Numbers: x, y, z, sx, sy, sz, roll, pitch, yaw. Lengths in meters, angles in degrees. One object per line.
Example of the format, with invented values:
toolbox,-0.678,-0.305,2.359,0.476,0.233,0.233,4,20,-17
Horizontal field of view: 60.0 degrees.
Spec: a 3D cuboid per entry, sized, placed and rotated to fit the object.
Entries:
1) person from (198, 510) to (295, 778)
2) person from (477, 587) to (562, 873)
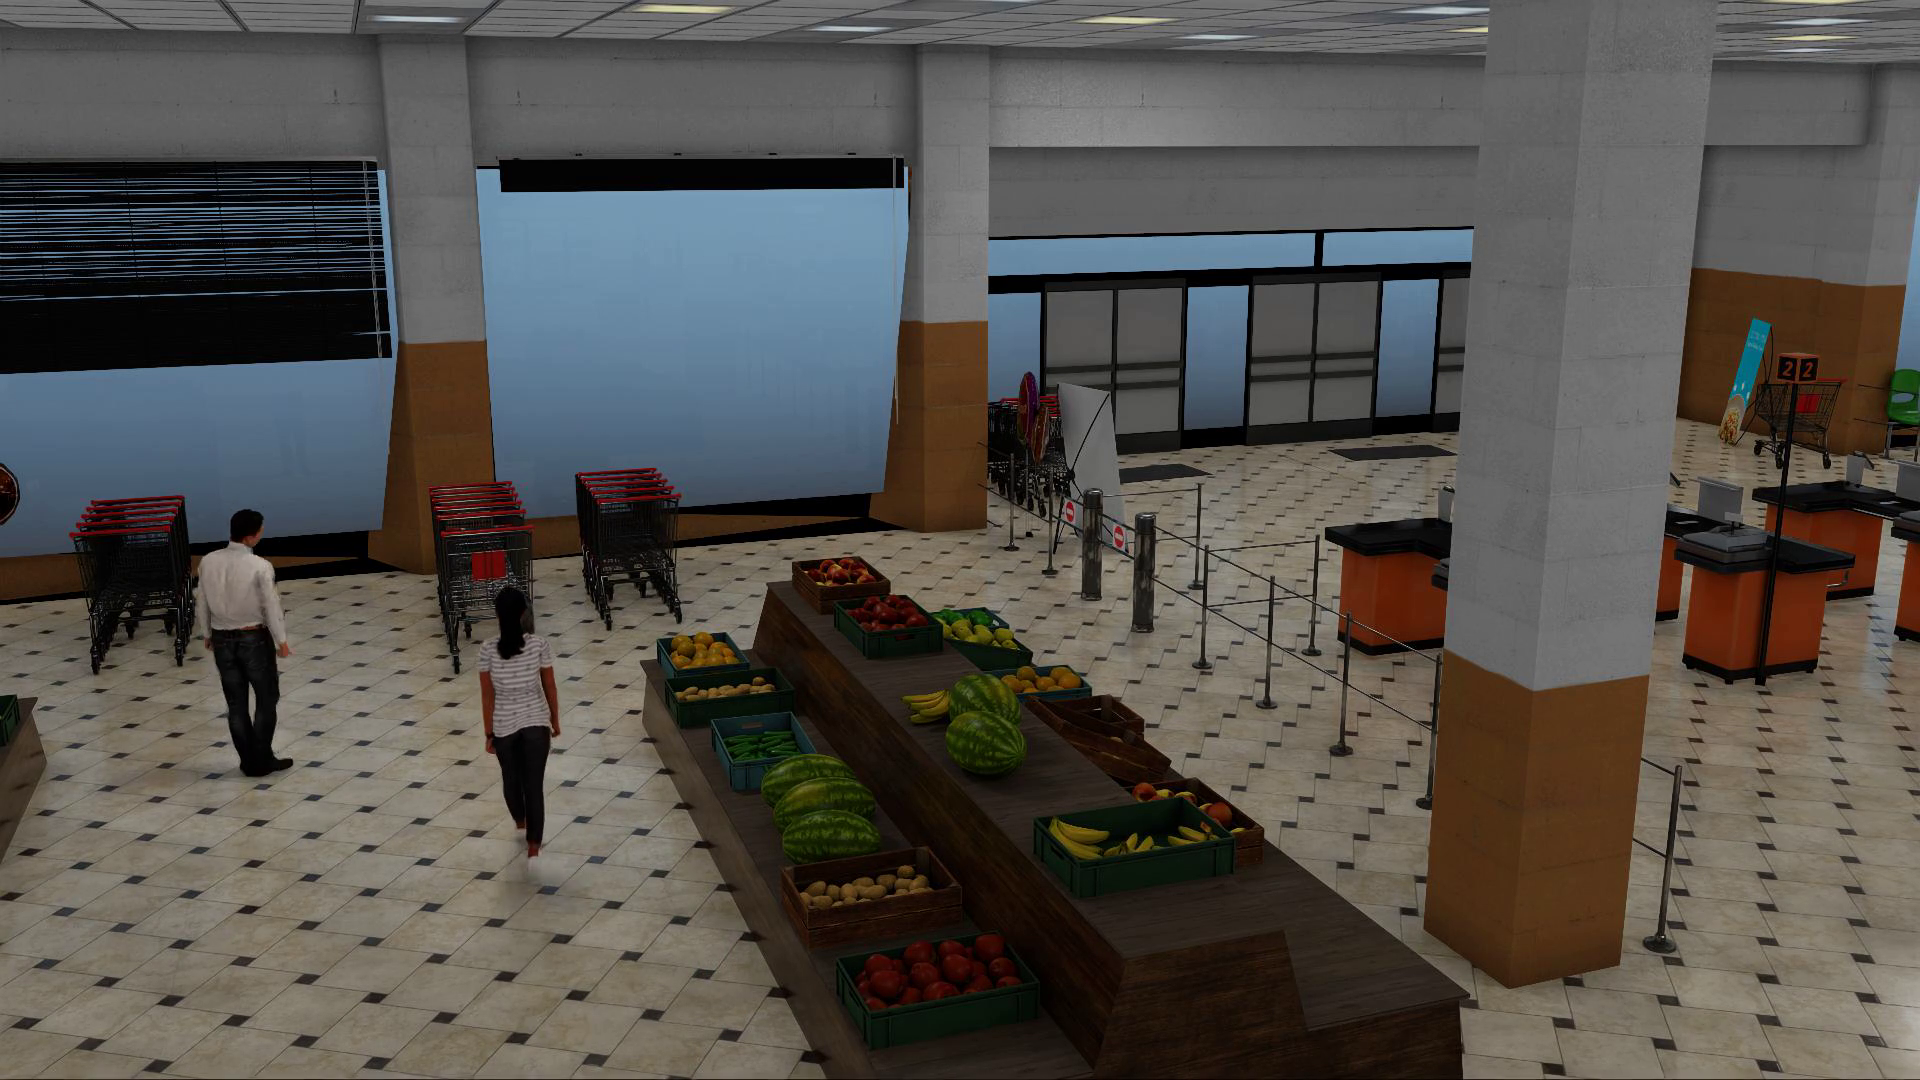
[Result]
person,-4.667,0.680,10.807,0.785,1.783,0.714,-3,14,-14
person,-2.485,1.109,9.421,0.652,1.603,1.117,-3,14,-14
